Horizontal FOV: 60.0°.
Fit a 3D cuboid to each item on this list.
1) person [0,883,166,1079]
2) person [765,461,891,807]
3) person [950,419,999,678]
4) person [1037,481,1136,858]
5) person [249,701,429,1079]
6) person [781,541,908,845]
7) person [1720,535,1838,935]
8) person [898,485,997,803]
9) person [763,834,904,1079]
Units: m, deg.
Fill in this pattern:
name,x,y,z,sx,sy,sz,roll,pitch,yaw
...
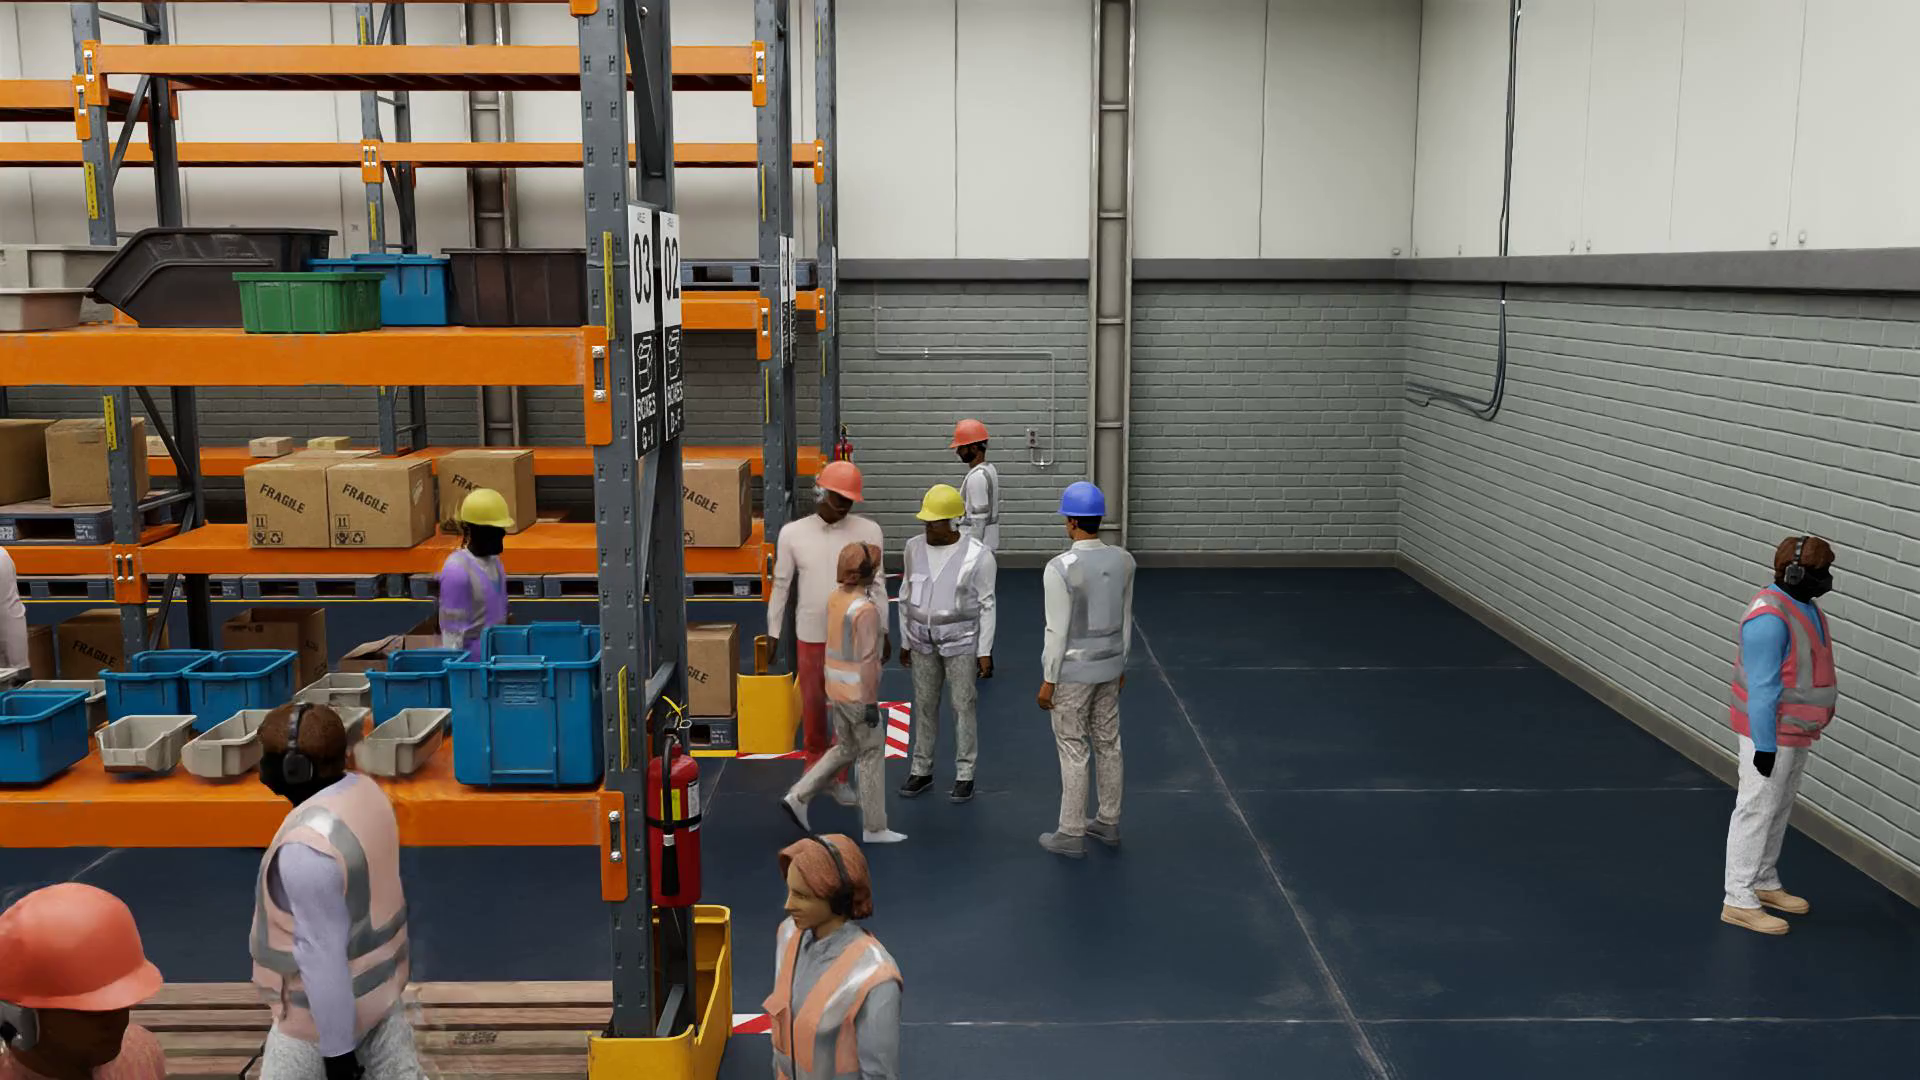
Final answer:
name,x,y,z,sx,sy,sz,roll,pitch,yaw
person,-1.766,1.564,3.083,0.738,1.968,0.632,2,9,10
person,-0.755,0.528,9.444,0.707,1.967,0.468,-1,9,-3
person,0.106,0.065,12.363,0.365,1.932,0.543,1,9,7
person,0.642,0.666,8.623,0.617,1.946,0.393,-8,12,-41
person,-1.820,1.345,4.952,0.963,1.796,0.641,0,9,1
person,-0.610,0.816,8.735,0.561,1.625,0.535,-5,10,-26
person,3.793,0.882,7.673,0.431,1.835,0.624,8,12,41
person,-0.092,0.586,9.491,0.587,1.826,0.404,4,10,24
person,-0.309,1.535,4.264,0.315,1.635,0.526,-7,11,-35
